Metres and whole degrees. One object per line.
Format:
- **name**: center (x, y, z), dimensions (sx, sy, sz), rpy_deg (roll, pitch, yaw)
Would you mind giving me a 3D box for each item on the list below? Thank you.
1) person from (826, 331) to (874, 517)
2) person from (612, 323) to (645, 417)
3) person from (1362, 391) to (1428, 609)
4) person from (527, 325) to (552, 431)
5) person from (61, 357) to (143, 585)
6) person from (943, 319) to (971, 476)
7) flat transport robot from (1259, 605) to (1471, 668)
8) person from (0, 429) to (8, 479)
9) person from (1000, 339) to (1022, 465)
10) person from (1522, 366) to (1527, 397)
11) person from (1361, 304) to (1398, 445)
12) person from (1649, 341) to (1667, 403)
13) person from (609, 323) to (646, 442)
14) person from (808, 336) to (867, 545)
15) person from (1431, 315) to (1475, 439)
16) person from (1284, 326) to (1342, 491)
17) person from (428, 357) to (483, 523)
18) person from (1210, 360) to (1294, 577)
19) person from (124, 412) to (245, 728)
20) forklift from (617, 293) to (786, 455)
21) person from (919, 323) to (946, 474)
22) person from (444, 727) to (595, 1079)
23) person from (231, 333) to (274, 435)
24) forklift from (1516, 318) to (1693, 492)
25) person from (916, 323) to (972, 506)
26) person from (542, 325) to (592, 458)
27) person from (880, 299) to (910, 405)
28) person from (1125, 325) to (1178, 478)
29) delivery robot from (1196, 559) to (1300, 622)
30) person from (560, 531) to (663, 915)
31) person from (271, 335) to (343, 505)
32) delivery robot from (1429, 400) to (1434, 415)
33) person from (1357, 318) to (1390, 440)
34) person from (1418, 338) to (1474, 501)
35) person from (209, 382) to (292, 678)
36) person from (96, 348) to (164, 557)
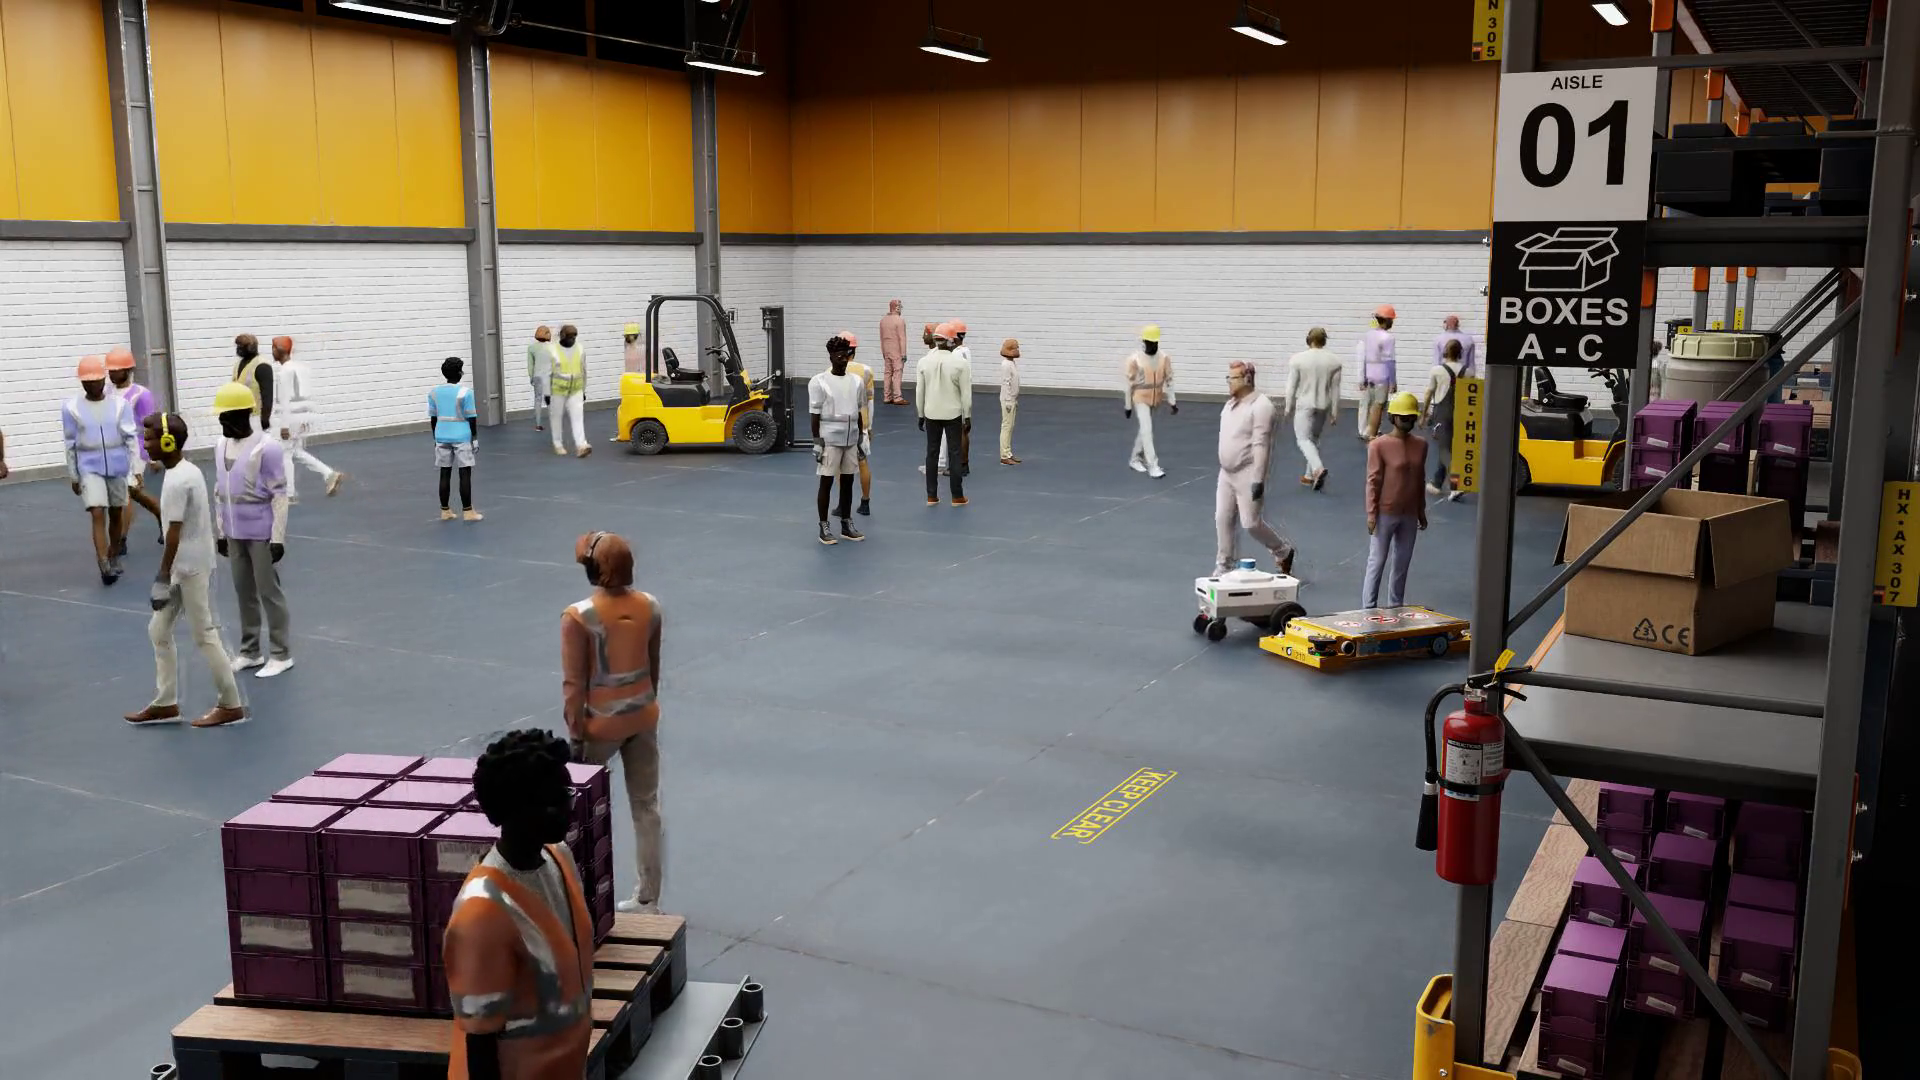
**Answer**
- **person**: center (-1.163, -1.201, 17.345), dimensions (0.544, 1.933, 0.376), rpy_deg (-5, 11, -26)
- **person**: center (-5.419, -2.809, 27.668), dimensions (0.507, 1.582, 0.847), rpy_deg (6, 12, 33)
- **person**: center (3.150, -0.187, 11.954), dimensions (0.533, 1.767, 0.327), rpy_deg (-5, 11, -25)
- **person**: center (-6.423, -2.496, 25.701), dimensions (0.507, 1.631, 0.266), rpy_deg (2, 10, 11)
- **person**: center (-7.177, -0.589, 13.943), dimensions (0.547, 1.884, 0.996), rpy_deg (-7, 12, -34)
- **person**: center (-0.046, -1.750, 20.501), dimensions (0.358, 1.936, 0.552), rpy_deg (2, 10, 11)
- **flat transport robot**: center (2.838, 0.648, 11.439), dimensions (1.431, 0.197, 0.652), rpy_deg (-5, 11, -26)
- **person**: center (-8.581, -0.717, 14.224), dimensions (0.684, 2.000, 0.972), rpy_deg (-3, 10, -15)
- **person**: center (0.661, -1.797, 21.645), dimensions (0.277, 1.636, 0.502), rpy_deg (2, 10, 11)
- **person**: center (7.092, -1.838, 21.357), dimensions (0.406, 1.820, 0.688), rpy_deg (0, 10, -3)
- **person**: center (5.889, -2.266, 23.222), dimensions (0.427, 2.027, 0.646), rpy_deg (-3, 10, -18)
- **person**: center (9.059, -1.818, 21.890), dimensions (0.849, 1.595, 0.518), rpy_deg (-5, 11, -26)
- **person**: center (-4.729, -2.316, 24.407), dimensions (0.525, 1.726, 0.898), rpy_deg (7, 12, 36)
- **person**: center (-1.149, -0.948, 15.780), dimensions (0.606, 1.966, 0.367), rpy_deg (-8, 13, -39)
- **person**: center (7.199, -2.337, 24.197), dimensions (0.660, 1.856, 0.839), rpy_deg (0, 10, -2)
- **person**: center (4.124, -1.523, 19.287), dimensions (0.637, 1.913, 0.846), rpy_deg (-3, 10, -14)
- **person**: center (-5.150, -1.019, 16.968), dimensions (0.540, 1.695, 0.317), rpy_deg (3, 10, 16)
- **person**: center (2.376, -0.543, 13.690), dimensions (0.743, 1.883, 0.653), rpy_deg (-5, 11, -26)
- **person**: center (-4.534, 0.196, 9.505), dimensions (0.779, 1.841, 0.548), rpy_deg (-4, 11, -22)
- **forklift**: center (-3.588, -2.317, 23.042), dimensions (2.313, 2.155, 1.214), rpy_deg (-1, 10, -5)
- **person**: center (-0.323, -1.752, 20.672), dimensions (0.354, 1.883, 0.573), rpy_deg (-1, 10, -8)
- **person**: center (-1.087, 1.246, 3.883), dimensions (0.640, 1.680, 0.544), rpy_deg (1, 10, 7)
- **person**: center (-8.116, -1.457, 19.097), dimensions (0.624, 1.842, 0.429), rpy_deg (8, 13, 40)
- **forklift**: center (7.066, -1.601, 18.899), dimensions (2.313, 2.155, 1.214), rpy_deg (5, 11, 27)
- **person**: center (-0.166, -1.358, 18.078), dimensions (0.623, 1.990, 0.390), rpy_deg (3, 10, 16)
- **person**: center (-5.280, -1.990, 22.350), dimensions (0.654, 1.777, 1.004), rpy_deg (-6, 12, -33)
- **person**: center (-1.165, -3.402, 30.161), dimensions (0.401, 1.906, 0.650), rpy_deg (-8, 13, -39)
- **person**: center (2.327, -1.722, 20.570), dimensions (0.590, 1.867, 1.020), rpy_deg (-5, 11, -26)
- **delivery robot**: center (2.055, 0.379, 11.907), dimensions (0.707, 0.478, 0.477), rpy_deg (-2, 10, -13)
- **person**: center (-1.494, 0.758, 6.888), dimensions (0.704, 1.611, 0.546), rpy_deg (8, 13, 39)
- **person**: center (-7.221, -1.307, 18.173), dimensions (0.696, 1.867, 0.598), rpy_deg (-1, 10, -8)
- **delivery robot**: center (7.804, -2.133, 26.447), dimensions (0.707, 0.478, 0.477), rpy_deg (-6, 11, -31)
- **person**: center (6.094, -2.372, 24.440), dimensions (0.589, 1.822, 0.403), rpy_deg (-6, 11, -30)
- **person**: center (5.489, -1.347, 18.591), dimensions (0.524, 1.806, 0.963), rpy_deg (-2, 10, -10)
- **person**: center (-4.616, -0.062, 10.772), dimensions (0.593, 1.923, 0.386), rpy_deg (5, 11, 28)
- **person**: center (-7.600, -0.829, 15.304), dimensions (0.551, 1.906, 0.954), rpy_deg (4, 11, 22)
